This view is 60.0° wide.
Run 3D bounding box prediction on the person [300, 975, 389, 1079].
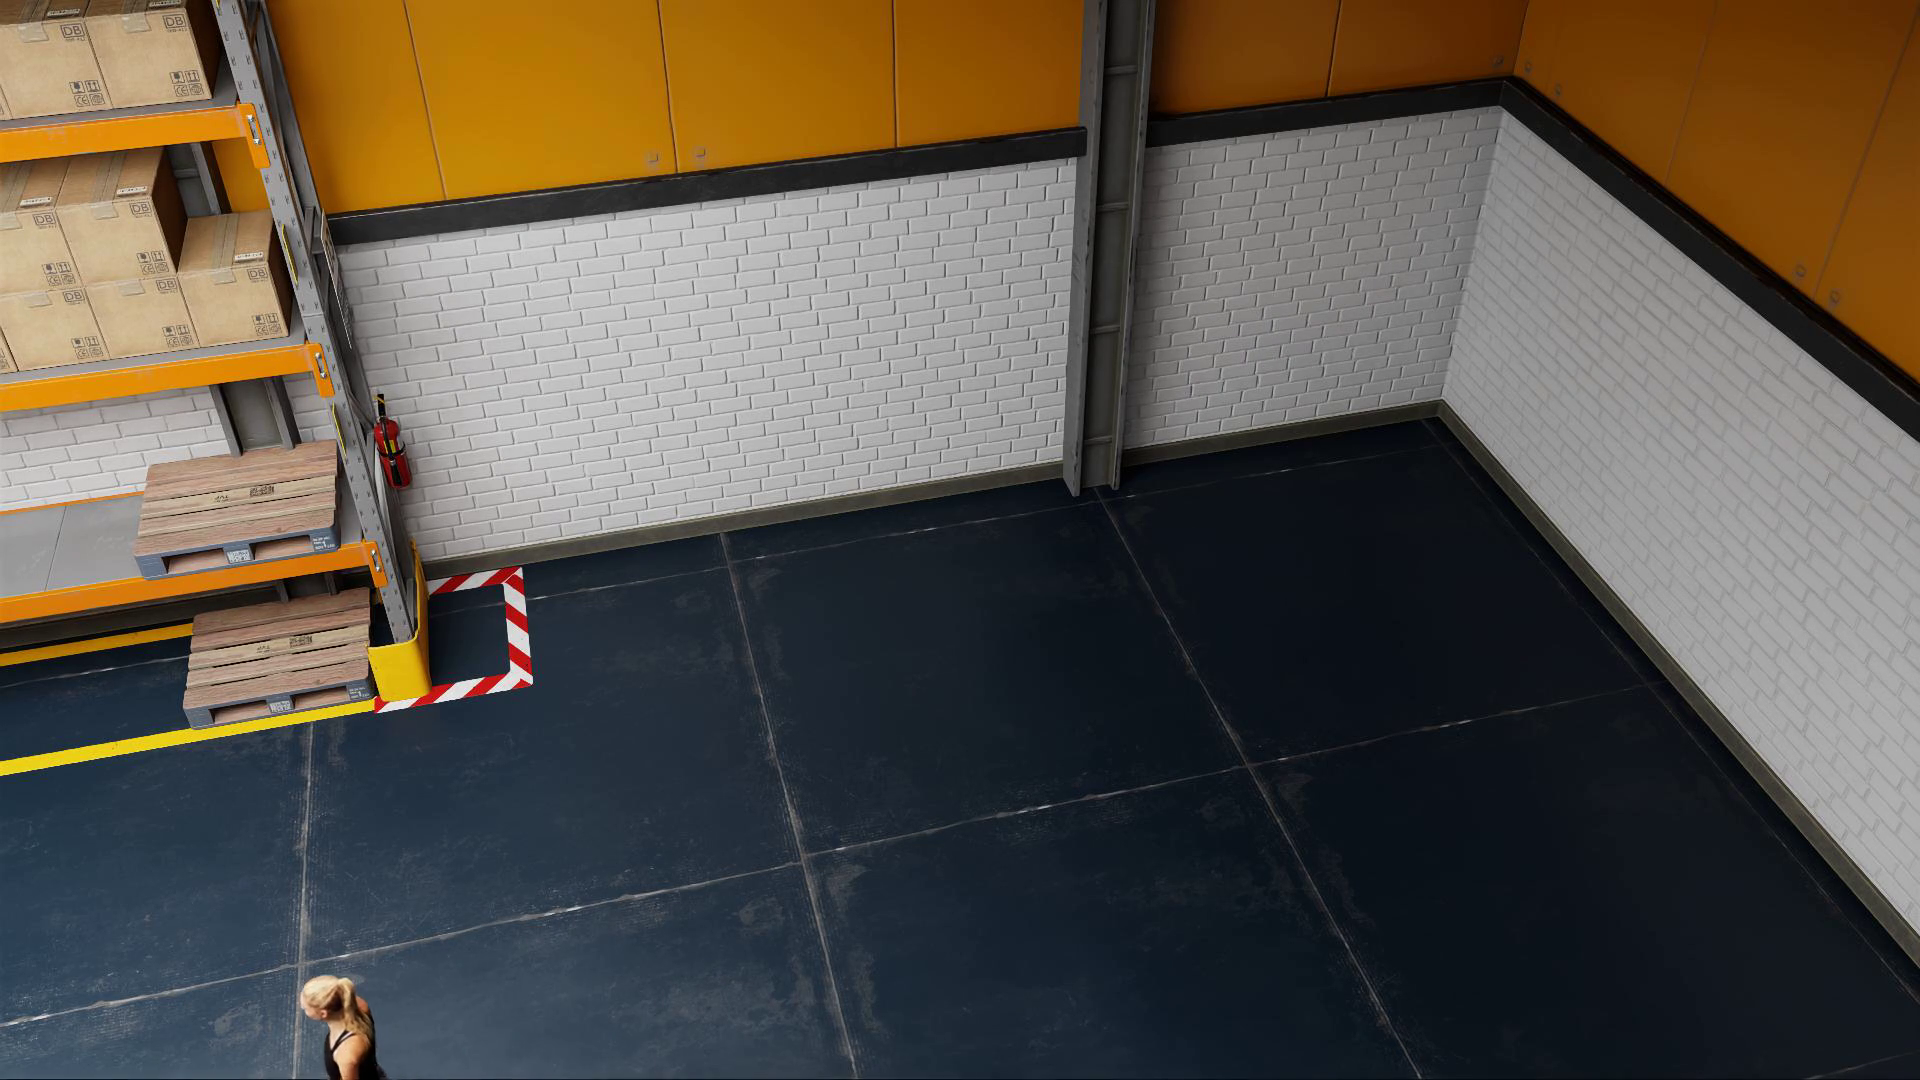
[{"bbox_3d":[-2.782,2.705,8.032,1.142,1.820,0.652,-12,40,-15],"label":"person"}]
